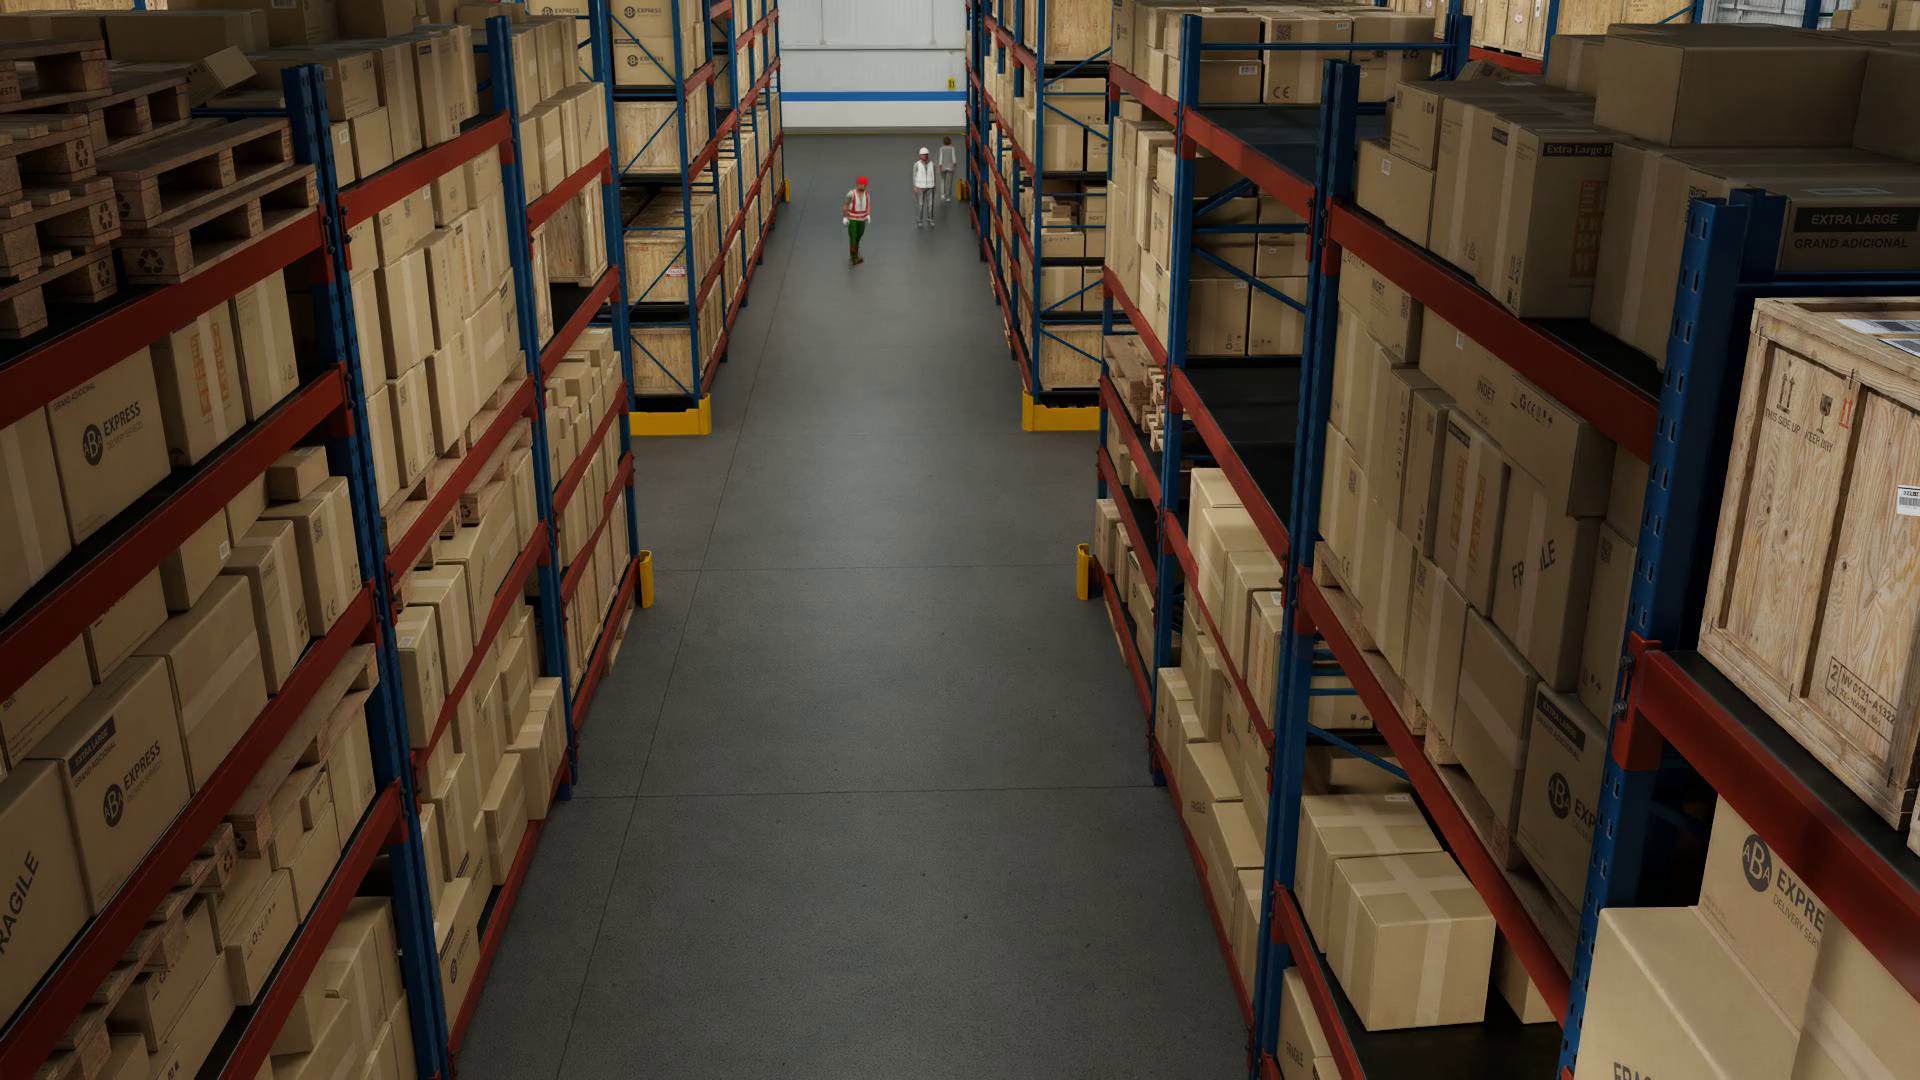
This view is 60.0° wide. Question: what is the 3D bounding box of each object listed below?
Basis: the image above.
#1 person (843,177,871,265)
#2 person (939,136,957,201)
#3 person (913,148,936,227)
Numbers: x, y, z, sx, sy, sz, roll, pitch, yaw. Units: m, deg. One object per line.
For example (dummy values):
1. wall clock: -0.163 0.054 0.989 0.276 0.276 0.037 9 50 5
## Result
1. person: -2.063 -6.535 33.989 0.560 1.742 0.880 -12 23 -29
2. person: -0.293 -9.286 41.604 0.423 1.609 0.364 4 21 10
3. person: -0.795 -8.104 38.201 0.532 1.775 0.377 -5 21 -14
